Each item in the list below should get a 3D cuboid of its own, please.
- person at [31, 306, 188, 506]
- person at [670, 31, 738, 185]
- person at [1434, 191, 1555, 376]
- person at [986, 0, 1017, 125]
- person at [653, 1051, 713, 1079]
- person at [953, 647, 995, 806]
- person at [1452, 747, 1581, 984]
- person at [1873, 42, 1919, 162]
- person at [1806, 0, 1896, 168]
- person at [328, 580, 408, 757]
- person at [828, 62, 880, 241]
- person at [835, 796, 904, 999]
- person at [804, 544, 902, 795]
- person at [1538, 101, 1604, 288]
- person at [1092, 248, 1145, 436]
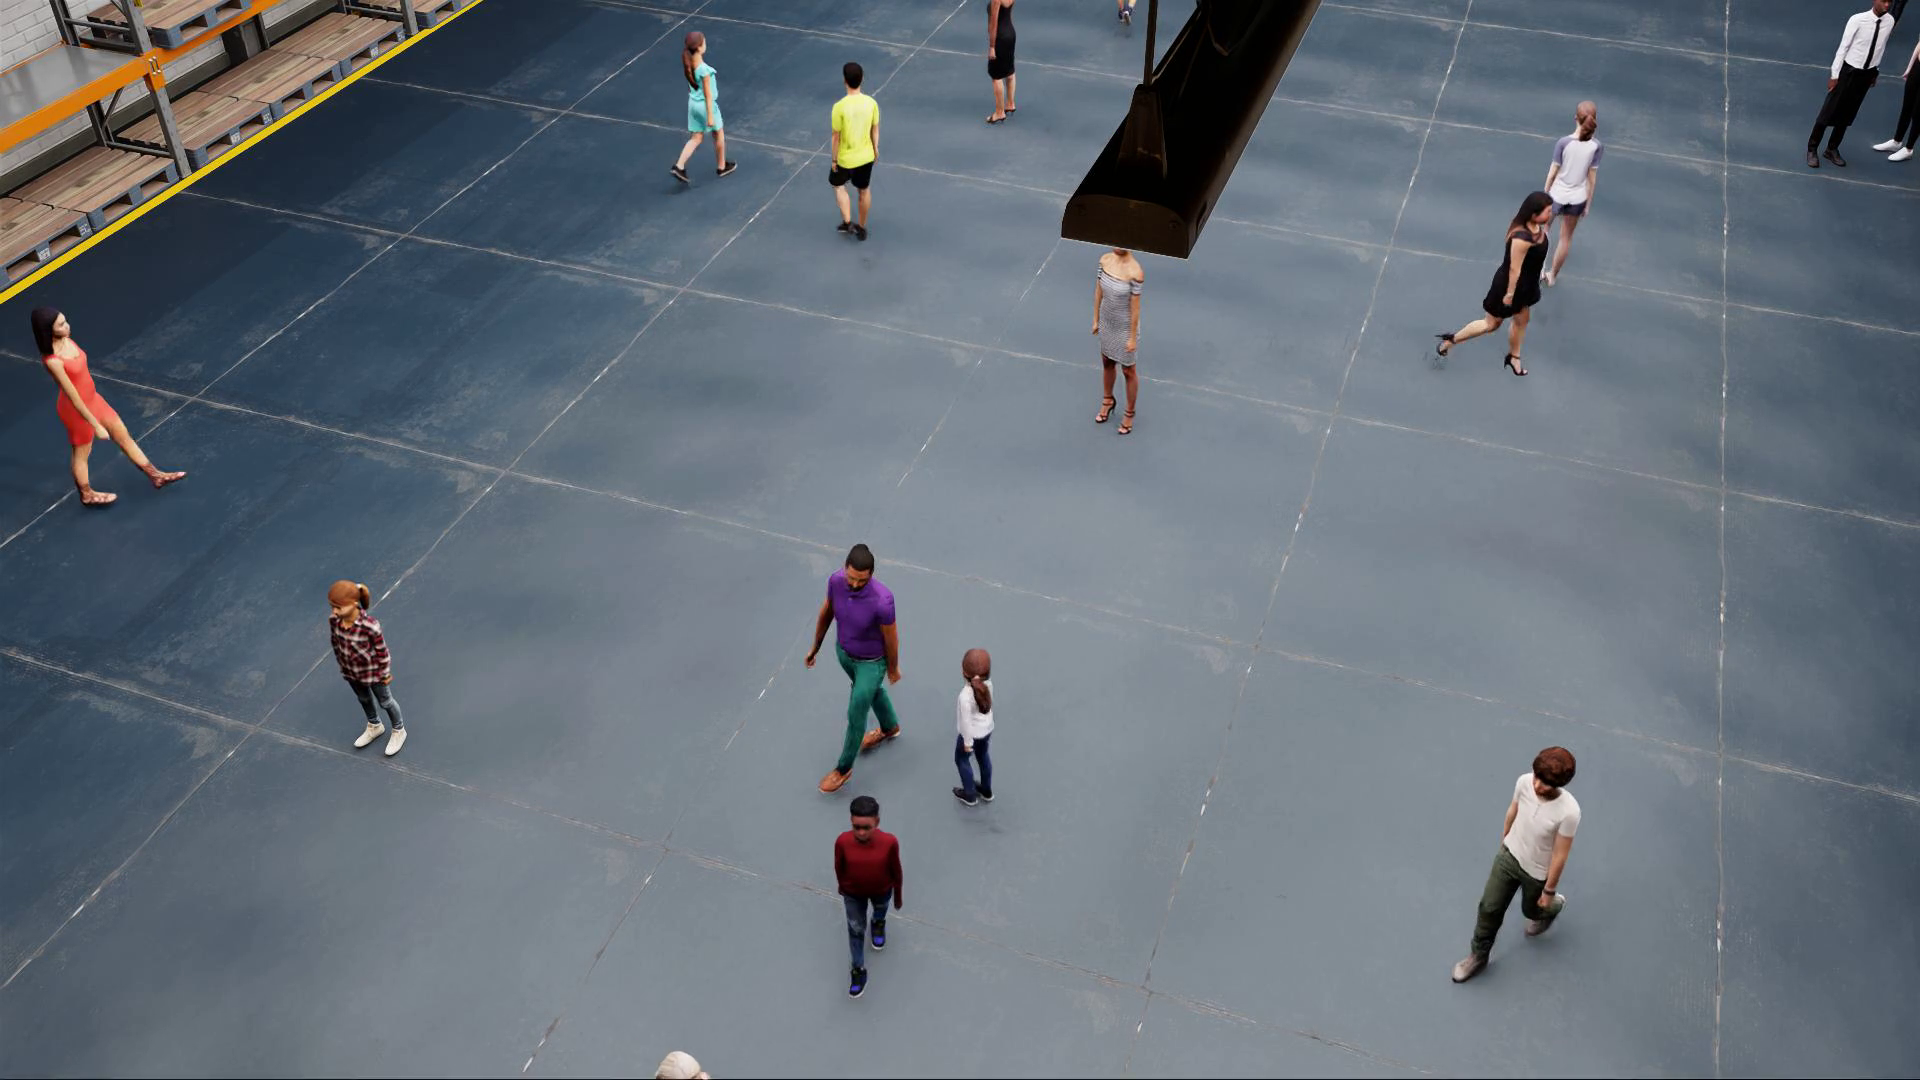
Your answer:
[{"bbox_3d":[-6.504,-0.924,12.144,1.016,1.684,1.036,-9,40,-11],"label":"person"},{"bbox_3d":[-2.596,-4.240,16.414,0.822,1.537,1.079,31,48,33],"label":"person"},{"bbox_3d":[4.417,-2.072,13.580,0.695,1.687,0.950,13,40,16],"label":"person"},{"bbox_3d":[0.445,-5.257,17.524,0.679,1.741,0.510,21,43,24],"label":"person"},{"bbox_3d":[-1.279,2.800,7.481,0.818,1.684,1.081,24,44,27],"label":"person"},{"bbox_3d":[0.118,1.151,10.023,0.585,1.089,0.493,17,42,20],"label":"person"},{"bbox_3d":[3.108,1.701,8.898,1.101,1.632,0.913,-27,46,-30],"label":"person"},{"bbox_3d":[9.776,-4.699,16.827,0.727,1.740,0.611,-5,39,-6],"label":"person"},{"bbox_3d":[8.980,-4.662,16.704,0.711,1.835,0.679,-3,39,-3],"label":"person"},{"bbox_3d":[-3.690,0.774,10.322,0.527,1.305,0.498,12,40,15],"label":"person"},{"bbox_3d":[-0.950,-3.556,15.428,0.770,1.699,0.827,-16,41,-19],"label":"person"},{"bbox_3d":[-0.494,1.822,9.072,0.701,1.228,0.902,-1,39,-1],"label":"person"},{"bbox_3d":[-0.509,0.666,10.116,1.122,1.731,0.945,-30,47,-32],"label":"person"},{"bbox_3d":[5.351,-2.968,14.649,0.621,1.753,0.810,8,39,10],"label":"person"},{"bbox_3d":[1.251,-1.648,12.945,0.662,1.816,0.660,31,48,33],"label":"person"}]
